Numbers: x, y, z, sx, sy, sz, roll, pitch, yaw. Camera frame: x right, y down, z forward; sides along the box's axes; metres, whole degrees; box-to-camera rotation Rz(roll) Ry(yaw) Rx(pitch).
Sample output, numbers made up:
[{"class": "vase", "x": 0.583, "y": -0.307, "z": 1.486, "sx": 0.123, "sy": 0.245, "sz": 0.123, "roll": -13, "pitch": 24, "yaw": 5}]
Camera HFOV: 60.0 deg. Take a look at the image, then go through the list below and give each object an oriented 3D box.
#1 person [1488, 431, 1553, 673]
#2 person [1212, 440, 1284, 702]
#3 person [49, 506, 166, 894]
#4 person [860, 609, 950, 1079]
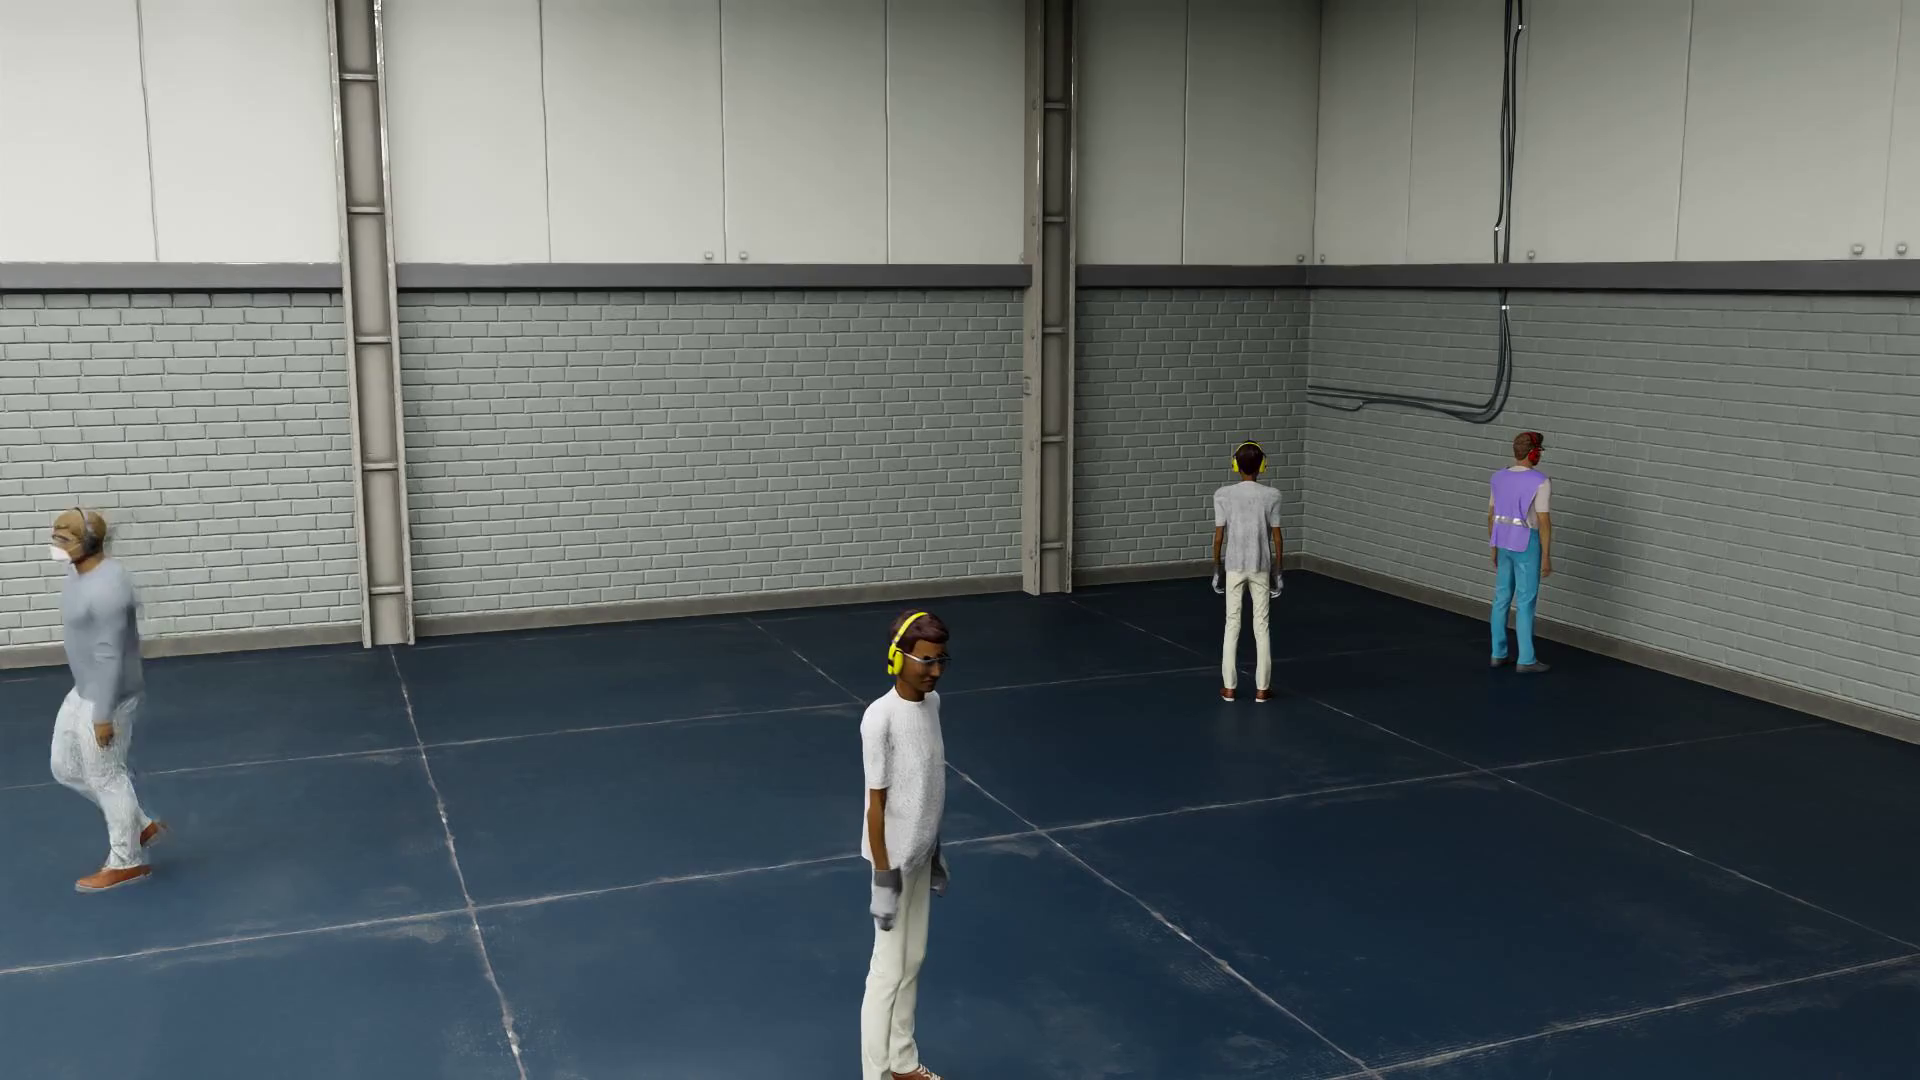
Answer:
[{"class": "person", "x": 4.280, "y": 0.090, "z": 12.755, "sx": 0.396, "sy": 1.847, "sz": 0.564, "roll": -5, "pitch": 10, "yaw": -28}, {"class": "person", "x": 2.051, "y": 0.223, "z": 11.838, "sx": 0.512, "sy": 1.877, "sz": 0.328, "roll": 2, "pitch": 9, "yaw": 12}, {"class": "person", "x": -4.246, "y": 0.784, "z": 8.166, "sx": 0.436, "sy": 1.920, "sz": 0.649, "roll": -7, "pitch": 12, "yaw": -38}, {"class": "person", "x": -0.174, "y": 1.163, "z": 5.971, "sx": 0.335, "sy": 1.865, "sz": 0.519, "roll": 4, "pitch": 10, "yaw": 23}]
